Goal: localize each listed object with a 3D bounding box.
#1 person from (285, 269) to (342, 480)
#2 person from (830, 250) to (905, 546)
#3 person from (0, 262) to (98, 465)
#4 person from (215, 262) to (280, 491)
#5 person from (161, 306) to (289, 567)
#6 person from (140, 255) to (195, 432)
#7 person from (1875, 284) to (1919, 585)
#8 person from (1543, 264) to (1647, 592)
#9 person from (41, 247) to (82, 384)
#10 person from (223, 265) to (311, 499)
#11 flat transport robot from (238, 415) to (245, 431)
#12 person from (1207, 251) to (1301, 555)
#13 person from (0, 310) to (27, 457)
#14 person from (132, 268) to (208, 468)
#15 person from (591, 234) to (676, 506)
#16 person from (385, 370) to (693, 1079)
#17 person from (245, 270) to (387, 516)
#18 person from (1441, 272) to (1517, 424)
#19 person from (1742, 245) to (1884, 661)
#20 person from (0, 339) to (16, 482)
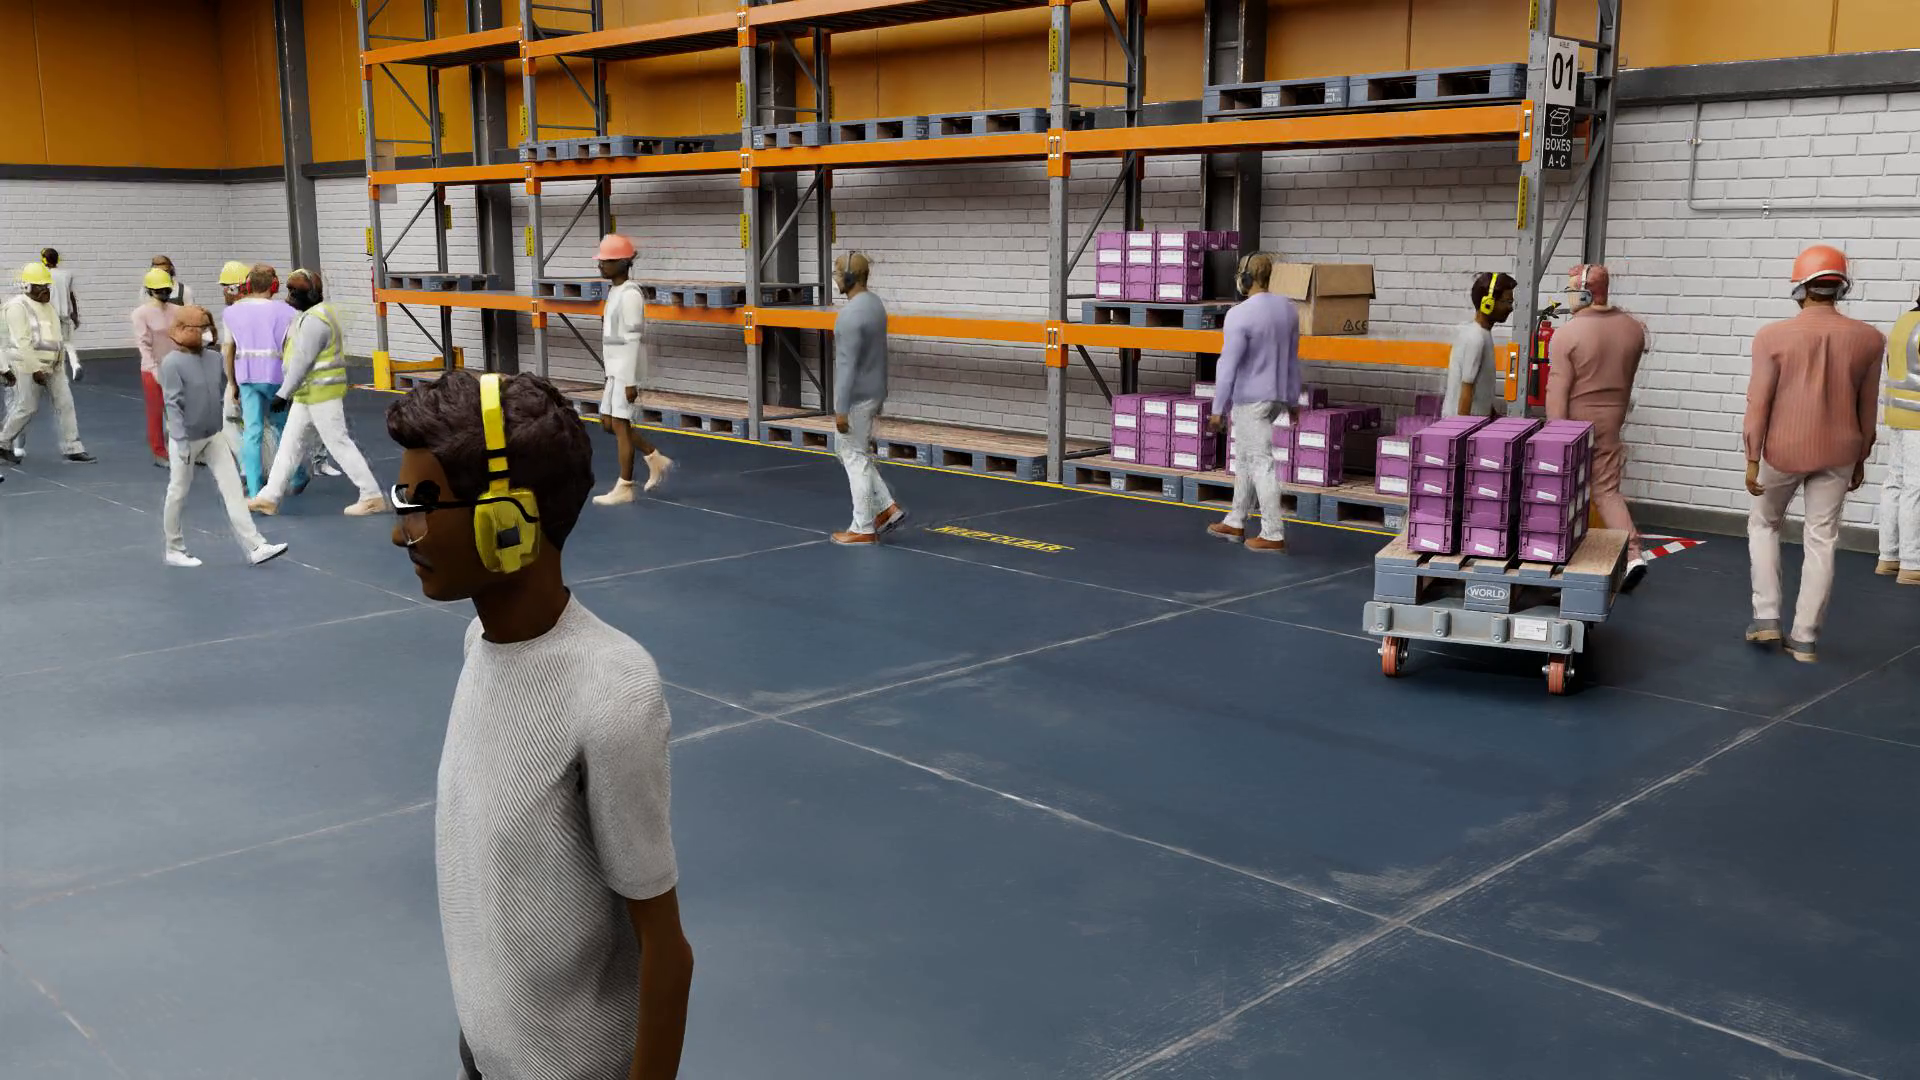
[{"bbox_3d":[-5.425,-1.375,13.856,0.294,1.744,0.487,6,12,28],"label":"person"},{"bbox_3d":[-0.676,-0.902,10.772,0.426,1.925,0.661,2,11,13],"label":"person"},{"bbox_3d":[-8.141,-1.540,14.625,0.831,1.797,0.580,2,11,9],"label":"person"},{"bbox_3d":[-5.598,-1.270,13.097,0.437,1.817,0.610,2,11,12],"label":"person"},{"bbox_3d":[-4.528,-0.607,10.043,0.843,1.589,0.526,3,11,18],"label":"person"},{"bbox_3d":[-8.054,-1.993,17.004,0.549,1.818,0.459,-4,11,-23],"label":"person"},{"bbox_3d":[5.633,-0.660,9.706,0.430,1.838,0.619,2,11,9],"label":"person"},{"bbox_3d":[3.594,-0.643,9.536,0.640,1.861,0.892,-3,11,-15],"label":"person"},{"bbox_3d":[-12.215,-3.026,22.546,0.445,1.855,0.555,7,13,34],"label":"person"},{"bbox_3d":[-5.283,-1.186,12.688,0.590,1.792,0.976,-2,11,-9],"label":"person"},{"bbox_3d":[-7.164,-1.239,17.128,0.652,0.197,1.431,2,11,10],"label":"flat transport robot"},{"bbox_3d":[1.801,-0.881,10.687,0.662,1.910,0.846,-10,14,-43],"label":"person"},{"bbox_3d":[-8.851,-1.552,15.201,0.816,1.584,0.542,9,14,40],"label":"person"},{"bbox_3d":[-6.794,-1.459,14.329,0.775,1.733,0.529,7,13,34],"label":"person"},{"bbox_3d":[-2.484,-1.264,12.452,0.551,2.033,0.624,-4,11,-21],"label":"person"},{"bbox_3d":[-0.525,0.715,2.136,0.309,1.861,0.534,-8,13,-36],"label":"person"},{"bbox_3d":[-4.668,-1.033,11.923,1.016,1.770,0.610,-5,11,-24],"label":"person"},{"bbox_3d":[2.972,-0.596,9.416,0.968,1.809,0.537,1,10,6],"label":"person"},{"bbox_3d":[4.074,-0.422,8.016,0.629,1.969,0.593,2,11,12],"label":"person"},{"bbox_3d":[-8.232,-1.399,13.654,1.018,1.875,0.589,5,12,26],"label":"person"}]
